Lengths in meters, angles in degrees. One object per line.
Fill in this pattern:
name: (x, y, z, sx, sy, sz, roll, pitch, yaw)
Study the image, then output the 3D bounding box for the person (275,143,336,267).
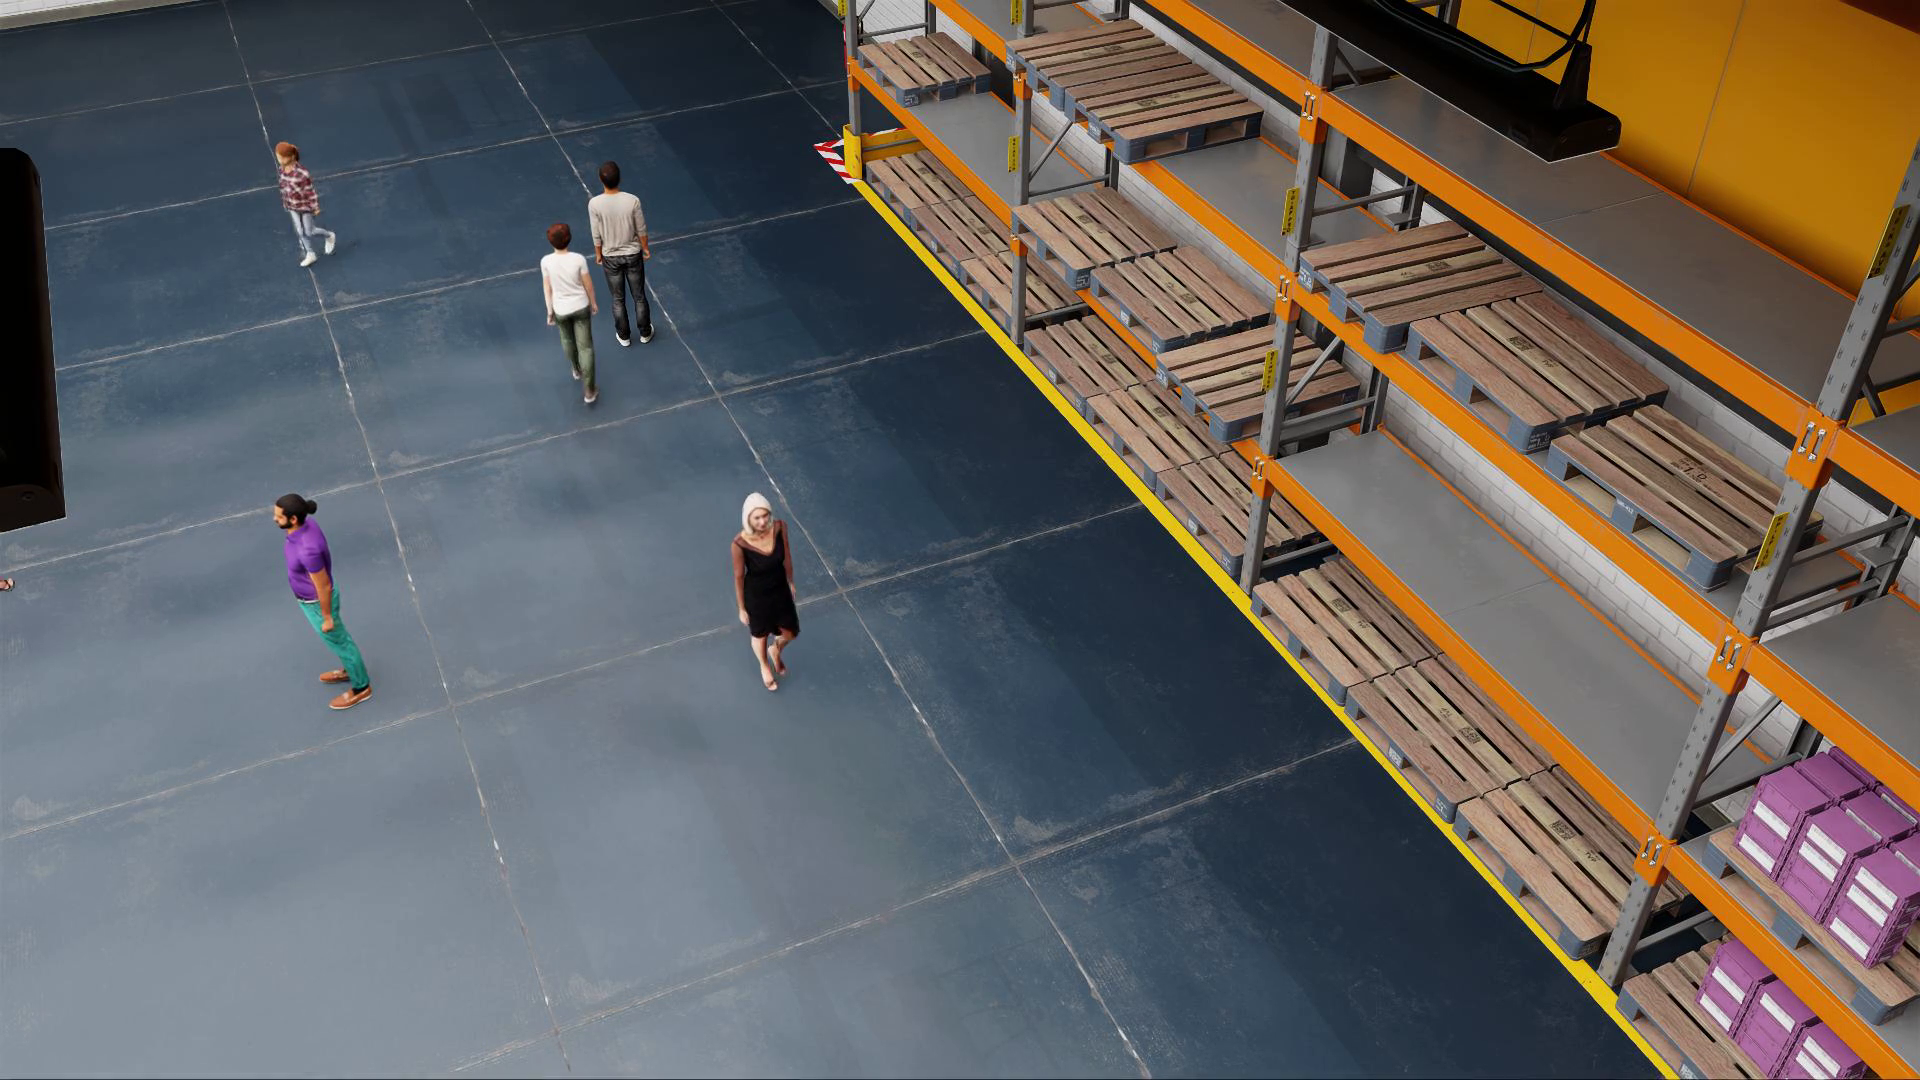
person: (-6.510, -3.374, 16.547, 0.738, 1.296, 0.794, 15, 41, 18)

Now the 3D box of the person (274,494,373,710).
person: (-4.393, 0.396, 11.449, 0.677, 1.767, 0.487, -18, 42, -21)

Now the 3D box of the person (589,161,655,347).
person: (-3.080, -2.606, 15.171, 0.693, 1.812, 0.623, -8, 39, -10)

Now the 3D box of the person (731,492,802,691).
person: (-1.385, 0.325, 11.564, 0.640, 1.734, 0.640, -21, 43, -24)

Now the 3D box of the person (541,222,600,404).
person: (-3.378, -1.968, 14.518, 0.773, 1.632, 1.026, -5, 39, -7)
